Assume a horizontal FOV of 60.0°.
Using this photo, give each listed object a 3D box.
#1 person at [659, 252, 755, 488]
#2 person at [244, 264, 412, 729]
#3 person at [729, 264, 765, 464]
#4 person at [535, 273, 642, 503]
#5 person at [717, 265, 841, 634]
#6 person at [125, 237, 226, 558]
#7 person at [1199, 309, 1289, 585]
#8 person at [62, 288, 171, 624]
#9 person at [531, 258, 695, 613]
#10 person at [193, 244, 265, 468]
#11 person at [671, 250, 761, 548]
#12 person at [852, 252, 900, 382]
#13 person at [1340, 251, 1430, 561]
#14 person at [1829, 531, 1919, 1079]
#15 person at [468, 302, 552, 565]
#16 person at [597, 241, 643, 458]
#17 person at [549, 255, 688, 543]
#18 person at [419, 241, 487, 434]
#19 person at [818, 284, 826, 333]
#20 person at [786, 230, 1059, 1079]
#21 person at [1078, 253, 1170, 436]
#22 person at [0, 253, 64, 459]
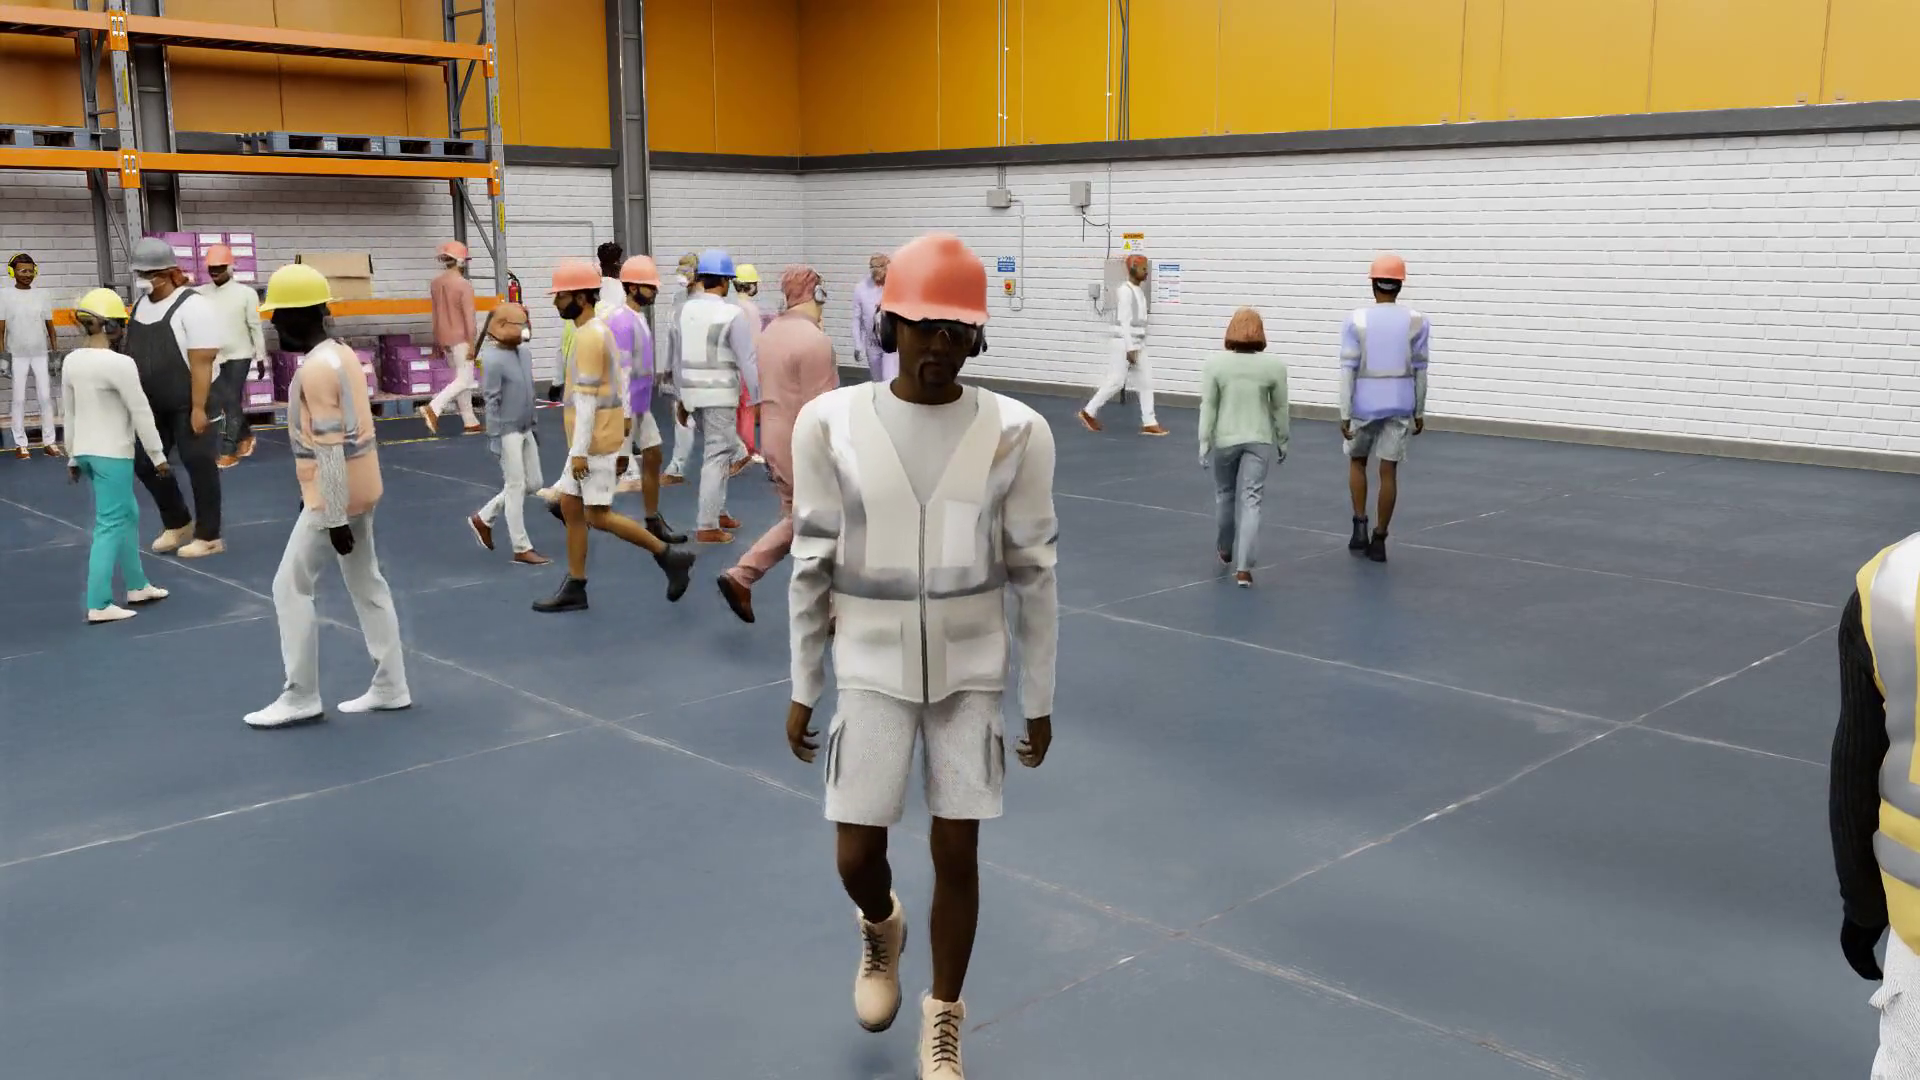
[{"bbox_3d":[-2.101,-1.399,13.592,1.007,1.899,0.633,-7,12,-33],"label":"person"},{"bbox_3d":[-2.691,-0.174,6.891,0.770,1.900,0.613,-1,10,-7],"label":"person"},{"bbox_3d":[-1.898,-1.559,14.795,0.315,1.769,0.523,-7,13,-34],"label":"person"},{"bbox_3d":[-2.836,-1.186,12.746,1.008,1.790,0.622,-9,14,-40],"label":"person"},{"bbox_3d":[-0.855,-0.437,8.374,0.634,1.876,0.671,-5,11,-24],"label":"person"},{"bbox_3d":[-4.904,-0.888,10.388,0.701,2.000,0.542,4,11,22],"label":"person"},{"bbox_3d":[1.677,-0.565,9.841,0.527,1.582,0.861,1,10,7],"label":"person"},{"bbox_3d":[-4.421,-0.451,8.831,0.530,1.744,0.716,6,12,30],"label":"person"},{"bbox_3d":[-1.883,-0.544,8.875,0.791,1.910,0.539,-3,11,-15],"label":"person"},{"bbox_3d":[-6.536,-1.658,14.860,0.628,1.957,1.019,0,10,1],"label":"person"},{"bbox_3d":[-1.535,-0.925,10.910,0.630,1.920,0.703,9,14,39],"label":"person"},{"bbox_3d":[-0.764,-2.027,17.128,0.654,1.855,0.973,3,11,15],"label":"person"},{"bbox_3d":[2.651,-0.840,10.455,0.559,1.914,0.582,1,10,8],"label":"person"},{"bbox_3d":[1.692,0.639,2.602,0.429,1.842,0.637,-7,12,-32],"label":"person"},{"bbox_3d":[-2.791,-0.653,10.235,0.505,1.618,0.521,2,11,12],"label":"person"},{"bbox_3d":[-3.155,-1.707,15.053,0.618,1.963,0.361,2,11,8],"label":"person"},{"bbox_3d":[-2.260,-0.901,10.857,0.840,1.902,0.571,1,10,4],"label":"person"},{"bbox_3d":[-5.112,-2.004,16.682,0.617,1.967,0.803,8,13,36],"label":"person"},{"bbox_3d":[-1.508,-1.668,15.869,0.834,1.594,0.515,-2,11,-9],"label":"person"},{"bbox_3d":[-0.086,0.307,3.886,0.640,2.031,0.532,-1,10,-4],"label":"person"},{"bbox_3d":[1.669,-1.983,16.906,0.911,1.851,0.574,5,12,27],"label":"person"},{"bbox_3d":[-8.468,-1.665,15.128,0.509,1.860,0.334,-10,14,-43],"label":"person"}]
